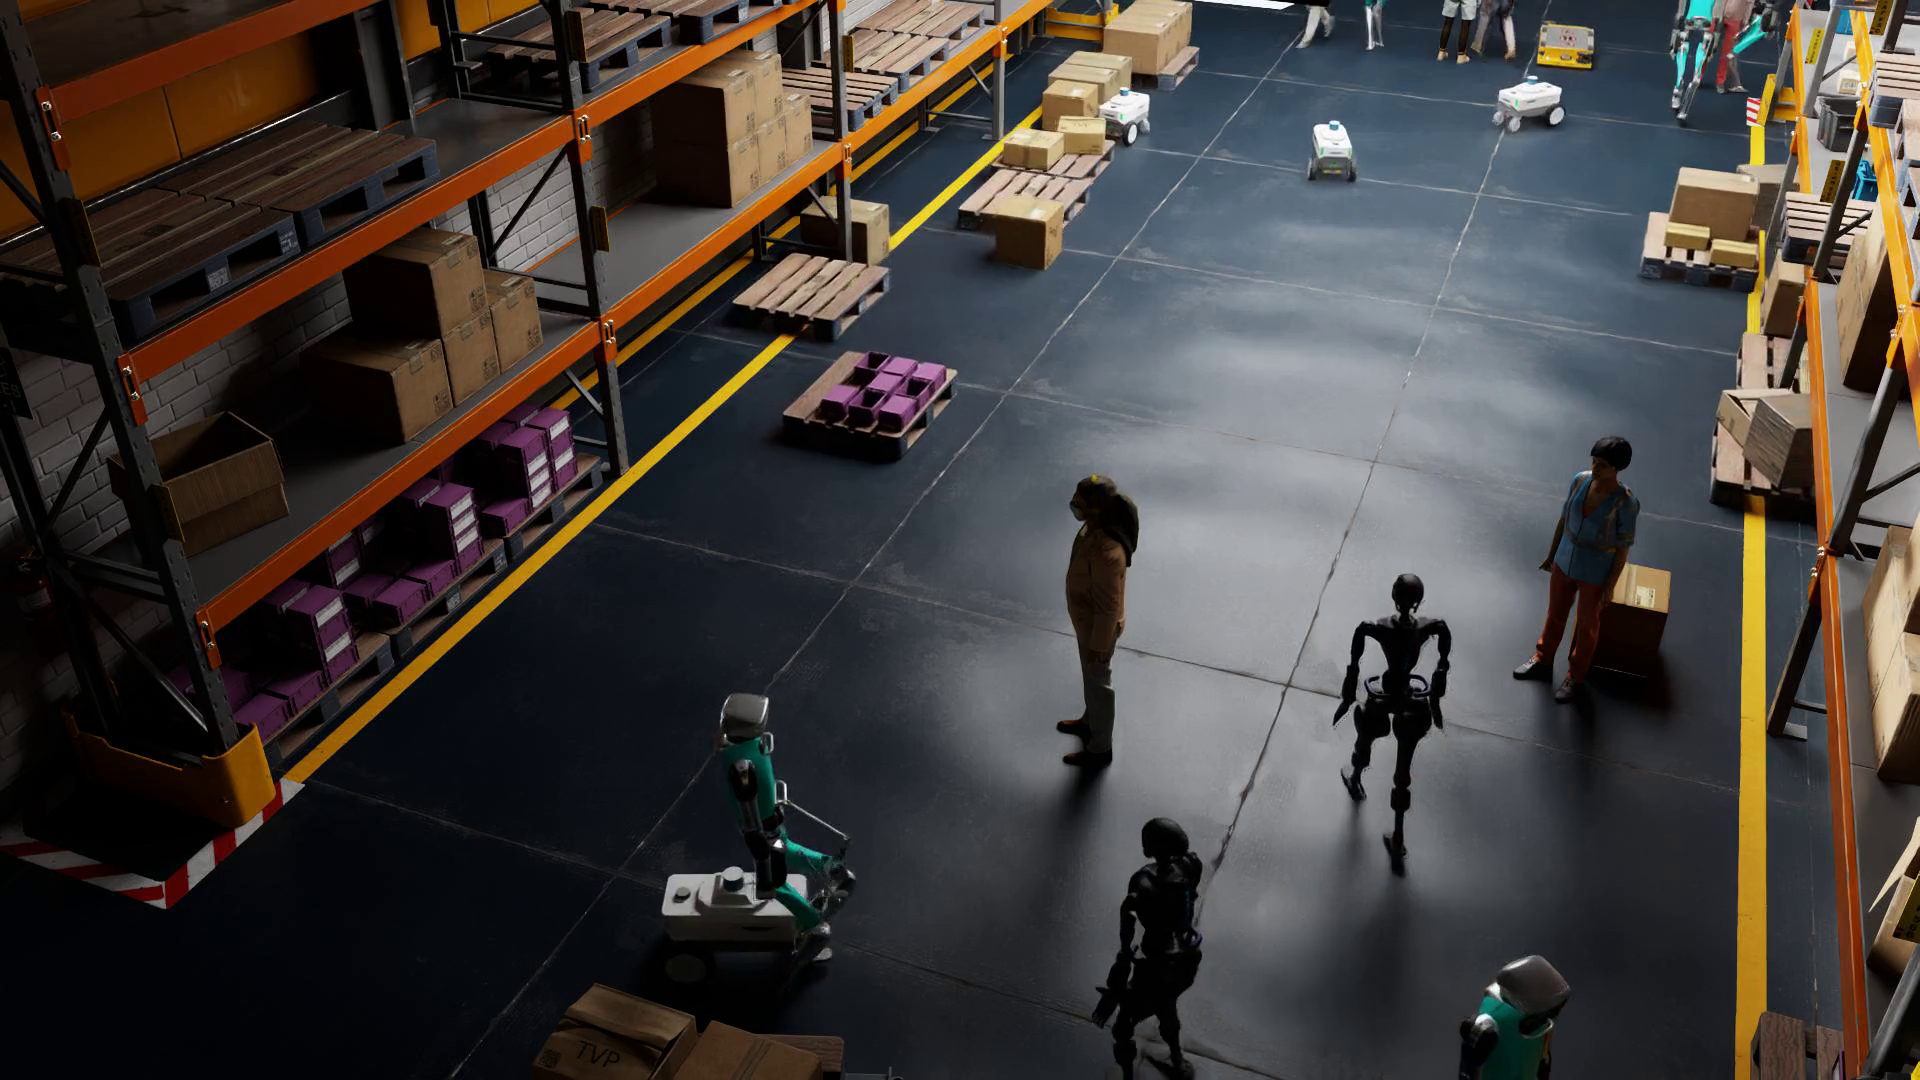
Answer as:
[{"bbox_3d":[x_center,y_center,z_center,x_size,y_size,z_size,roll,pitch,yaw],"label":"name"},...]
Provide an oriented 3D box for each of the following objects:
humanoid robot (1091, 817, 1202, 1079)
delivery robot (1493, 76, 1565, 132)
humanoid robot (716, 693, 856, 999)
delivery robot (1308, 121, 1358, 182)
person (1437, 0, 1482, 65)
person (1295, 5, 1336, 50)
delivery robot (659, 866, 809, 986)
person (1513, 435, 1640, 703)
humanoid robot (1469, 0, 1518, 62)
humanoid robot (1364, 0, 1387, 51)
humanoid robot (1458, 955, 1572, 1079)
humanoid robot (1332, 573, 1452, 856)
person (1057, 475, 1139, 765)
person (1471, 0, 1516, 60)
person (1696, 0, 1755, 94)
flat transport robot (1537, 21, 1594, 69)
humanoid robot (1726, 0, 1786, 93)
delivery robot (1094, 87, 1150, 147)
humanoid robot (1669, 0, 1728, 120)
[{"bbox_3d":[0.844,1.895,7.367,0.348,1.647,0.603,28,42,36],"label":"humanoid robot"},{"bbox_3d":[6.546,-5.020,19.106,0.794,0.603,0.499,-15,36,-22],"label":"delivery robot"},{"bbox_3d":[-0.748,1.497,7.981,0.712,1.847,0.548,-3,33,-5],"label":"humanoid robot"},{"bbox_3d":[3.971,-4.157,17.777,0.499,0.612,0.814,2,33,3],"label":"delivery robot"},{"bbox_3d":[6.323,-6.839,20.866,0.533,1.689,0.319,23,39,31],"label":"person"},{"bbox_3d":[4.693,-7.280,21.388,0.669,1.872,0.581,-20,38,-28],"label":"person"},{"bbox_3d":[-1.148,1.907,8.393,0.811,0.613,0.499,0,33,0],"label":"delivery robot"},{"bbox_3d":[3.728,0.165,9.955,0.322,1.768,0.495,-21,38,-29],"label":"person"},{"bbox_3d":[6.842,-6.859,20.928,0.601,1.635,0.608,14,36,21],"label":"humanoid robot"},{"bbox_3d":[5.338,-7.119,21.288,0.585,1.800,0.826,-8,34,-12],"label":"humanoid robot"},{"bbox_3d":[2.224,2.431,6.473,0.562,1.759,0.924,-21,38,-29],"label":"humanoid robot"},{"bbox_3d":[2.339,0.892,8.966,0.598,1.630,0.786,-1,33,-2],"label":"humanoid robot"},{"bbox_3d":[0.781,0.452,9.415,0.391,1.874,0.564,-1,33,-1],"label":"person"},{"bbox_3d":[6.873,-6.966,21.018,0.479,1.734,0.876,-4,33,-7],"label":"person"},{"bbox_3d":[9.145,-6.214,19.829,0.526,1.767,0.329,11,34,16],"label":"person"},{"bbox_3d":[7.826,-6.396,21.490,0.659,0.231,1.431,10,34,15],"label":"flat transport robot"},{"bbox_3d":[9.397,-6.149,19.792,0.672,1.845,0.540,0,33,0],"label":"humanoid robot"},{"bbox_3d":[1.832,-4.787,18.736,0.513,0.594,0.765,19,37,26],"label":"delivery robot"},{"bbox_3d":[8.318,-5.567,18.884,0.552,1.737,1.031,12,35,18],"label":"humanoid robot"}]
